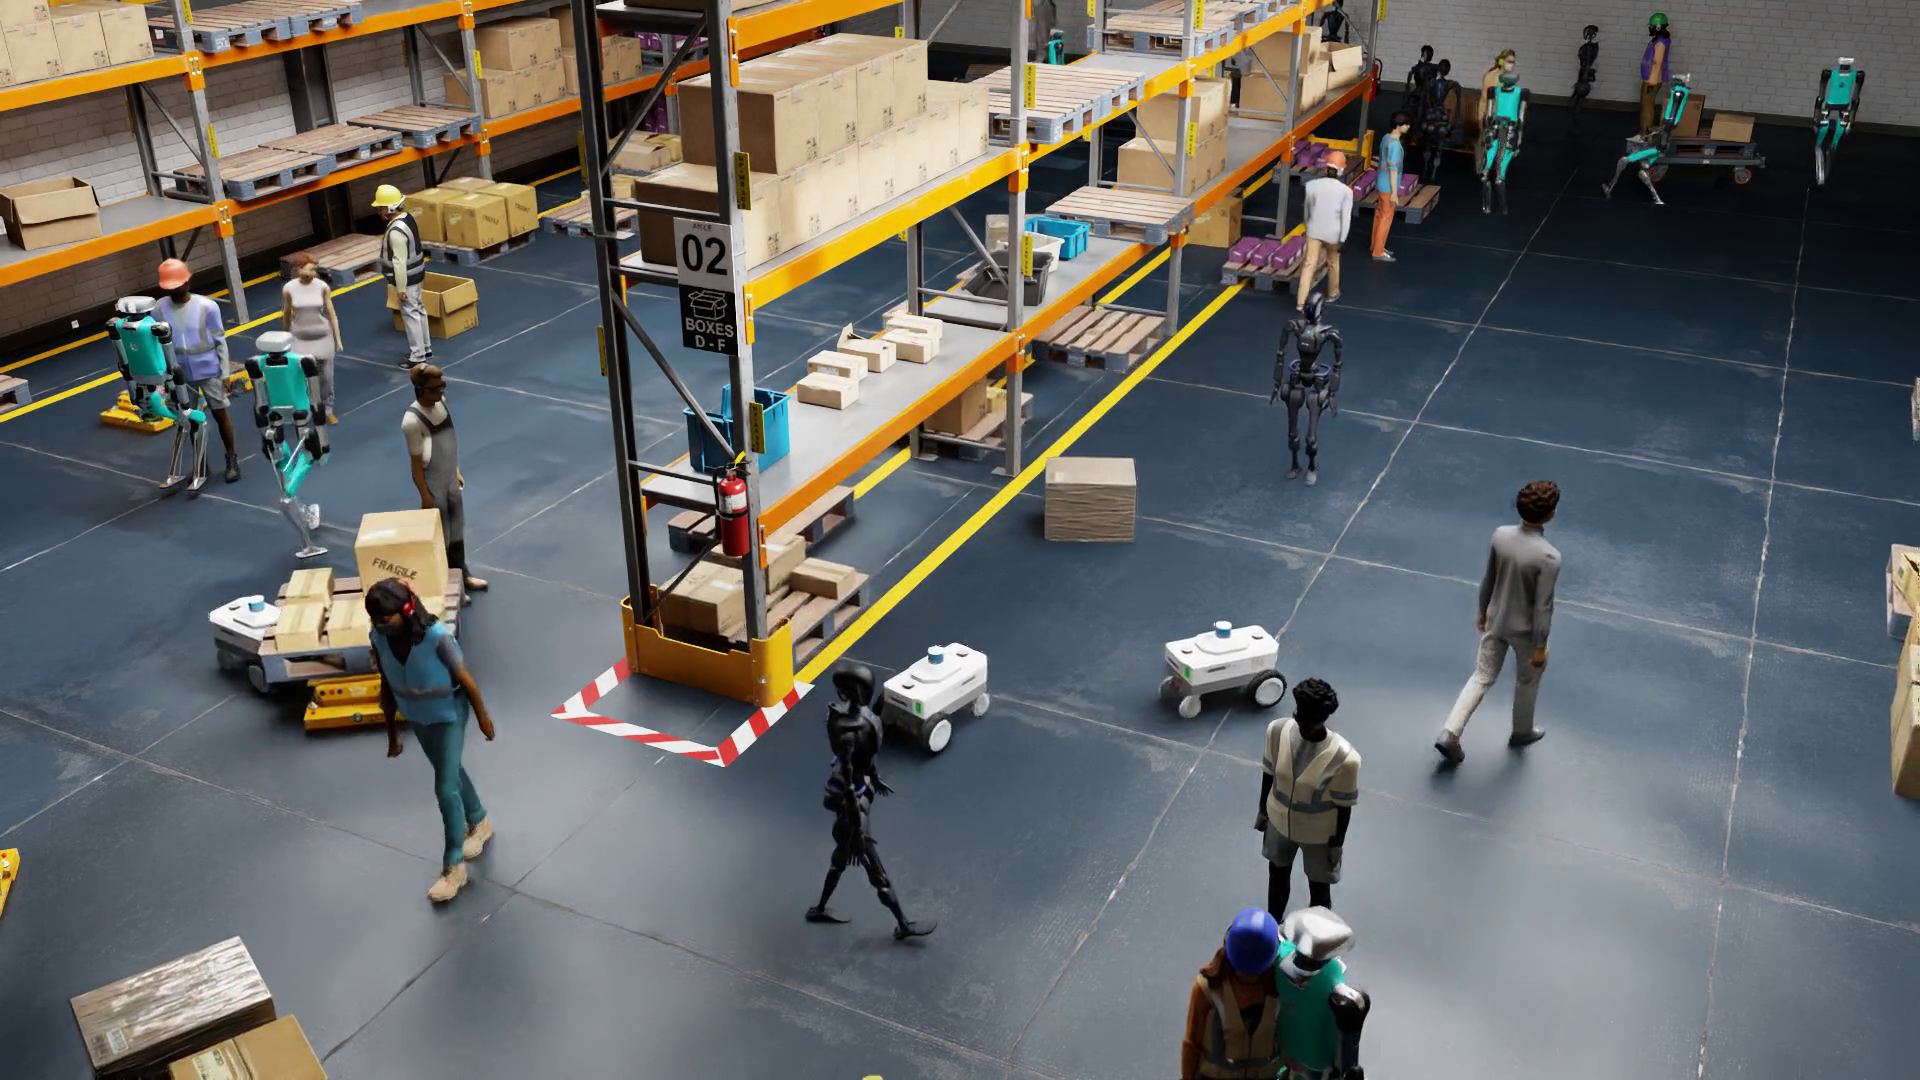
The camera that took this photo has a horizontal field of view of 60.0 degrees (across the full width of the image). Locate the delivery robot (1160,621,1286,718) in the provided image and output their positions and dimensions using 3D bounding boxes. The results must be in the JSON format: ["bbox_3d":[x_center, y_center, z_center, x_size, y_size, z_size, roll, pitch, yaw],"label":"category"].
[{"bbox_3d":[1.693,0.806,10.810,0.757,0.580,0.499,-10,28,-19],"label":"delivery robot"}]

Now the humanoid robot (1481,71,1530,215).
[{"bbox_3d":[6.912,-5.046,21.338,0.577,1.785,0.765,14,30,26],"label":"humanoid robot"}]

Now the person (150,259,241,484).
[{"bbox_3d":[-6.296,-1.378,13.686,0.550,1.932,0.375,-4,27,-7],"label":"person"}]

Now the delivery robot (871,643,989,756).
[{"bbox_3d":[-0.163,0.955,10.509,0.499,0.579,0.753,21,33,36],"label":"delivery robot"}]

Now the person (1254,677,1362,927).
[{"bbox_3d":[1.711,1.422,8.299,0.532,1.693,0.320,21,33,36],"label":"person"}]

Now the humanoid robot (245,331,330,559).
[{"bbox_3d":[-5.047,-0.644,12.447,0.550,1.725,1.045,0,26,1],"label":"humanoid robot"}]

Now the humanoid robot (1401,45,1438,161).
[{"bbox_3d":[6.561,-6.259,23.836,0.613,1.640,0.352,-13,29,-24],"label":"humanoid robot"}]

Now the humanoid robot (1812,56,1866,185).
[{"bbox_3d":[11.931,-5.720,22.777,0.540,1.879,0.816,10,28,20],"label":"humanoid robot"}]

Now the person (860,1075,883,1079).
[{"bbox_3d":[-0.310,2.591,5.908,0.526,1.715,0.879,13,29,25],"label":"person"}]

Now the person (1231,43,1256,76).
[{"bbox_3d":[4.667,-7.753,26.661,0.698,1.856,0.885,13,29,24],"label":"person"}]

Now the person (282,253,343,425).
[{"bbox_3d":[-5.783,-1.785,14.840,0.492,1.625,0.381,-11,28,-21],"label":"person"}]

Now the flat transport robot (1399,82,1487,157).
[{"bbox_3d":[7.327,-5.948,24.793,1.431,0.231,0.659,21,33,36],"label":"flat transport robot"}]

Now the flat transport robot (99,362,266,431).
[{"bbox_3d":[-7.251,-1.387,15.579,0.659,0.231,1.431,10,28,19],"label":"flat transport robot"}]

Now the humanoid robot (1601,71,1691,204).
[{"bbox_3d":[8.935,-5.261,21.806,0.991,1.780,0.543,13,29,24],"label":"humanoid robot"}]

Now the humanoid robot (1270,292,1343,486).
[{"bbox_3d":[2.865,-1.258,13.722,0.599,1.648,0.376,14,30,27],"label":"humanoid robot"}]

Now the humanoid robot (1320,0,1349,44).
[{"bbox_3d":[6.212,-8.248,27.862,0.615,1.644,0.468,22,34,37],"label":"humanoid robot"}]

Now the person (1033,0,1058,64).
[{"bbox_3d":[1.544,-8.425,28.080,0.885,1.795,0.512,19,32,34],"label":"person"}]

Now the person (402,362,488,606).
[{"bbox_3d":[-3.696,-0.399,11.821,0.358,1.835,0.515,5,27,9],"label":"person"}]

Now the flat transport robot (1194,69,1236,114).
[{"bbox_3d":[3.582,-6.287,25.477,1.431,0.231,0.659,10,28,19],"label":"flat transport robot"}]

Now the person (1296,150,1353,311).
[{"bbox_3d":[3.921,-3.328,17.870,0.555,1.709,0.885,13,29,25],"label":"person"}]

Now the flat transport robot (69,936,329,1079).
[{"bbox_3d":[-3.272,2.839,7.043,1.431,0.231,0.659,-18,32,-32],"label":"flat transport robot"}]

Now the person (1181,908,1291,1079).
[{"bbox_3d":[1.110,2.187,6.663,0.463,1.772,0.331,-3,27,-7],"label":"person"}]

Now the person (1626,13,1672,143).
[{"bbox_3d":[10.300,-6.855,24.770,0.431,1.919,0.549,6,27,11],"label":"person"}]

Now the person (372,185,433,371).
[{"bbox_3d":[-5.414,-2.557,16.196,0.403,1.825,0.589,-3,26,-6],"label":"person"}]

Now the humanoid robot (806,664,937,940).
[{"bbox_3d":[-0.469,1.327,8.546,0.730,1.630,0.594,3,26,5],"label":"humanoid robot"}]

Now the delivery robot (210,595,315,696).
[{"bbox_3d":[-4.648,0.656,11.121,0.773,0.586,0.499,16,30,28],"label":"delivery robot"}]

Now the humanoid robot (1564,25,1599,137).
[{"bbox_3d":[9.473,-6.961,25.259,0.326,1.653,0.616,6,27,11],"label":"humanoid robot"}]

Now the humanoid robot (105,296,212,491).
[{"bbox_3d":[-6.377,-1.236,13.470,0.533,1.677,0.735,5,27,9],"label":"humanoid robot"}]

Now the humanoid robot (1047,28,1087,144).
[{"bbox_3d":[1.695,-6.723,24.761,1.043,1.761,0.543,-4,27,-8],"label":"humanoid robot"}]

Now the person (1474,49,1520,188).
[{"bbox_3d":[7.276,-5.690,22.511,0.565,1.823,0.994,0,26,0],"label":"person"}]

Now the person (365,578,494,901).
[{"bbox_3d":[-2.858,1.038,8.928,0.576,1.824,0.848,9,28,18],"label":"person"}]

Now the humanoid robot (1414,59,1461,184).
[{"bbox_3d":[6.574,-5.762,22.843,0.611,1.637,0.654,11,28,21],"label":"humanoid robot"}]

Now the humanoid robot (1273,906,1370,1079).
[{"bbox_3d":[1.529,2.218,6.760,0.726,1.883,0.530,-17,31,-31],"label":"humanoid robot"}]

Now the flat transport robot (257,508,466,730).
[{"bbox_3d":[-3.961,0.796,11.170,0.659,0.231,1.431,-5,27,-10],"label":"flat transport robot"}]

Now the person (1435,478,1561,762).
[{"bbox_3d":[3.301,0.498,9.972,0.857,1.871,0.539,-18,31,-32],"label":"person"}]

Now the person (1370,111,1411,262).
[{"bbox_3d":[5.033,-4.132,19.449,0.339,1.758,0.502,1,26,1],"label":"person"}]

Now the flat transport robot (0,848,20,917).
[{"bbox_3d":[-5.370,2.065,8.607,0.659,0.231,1.431,-8,27,-16],"label":"flat transport robot"}]
